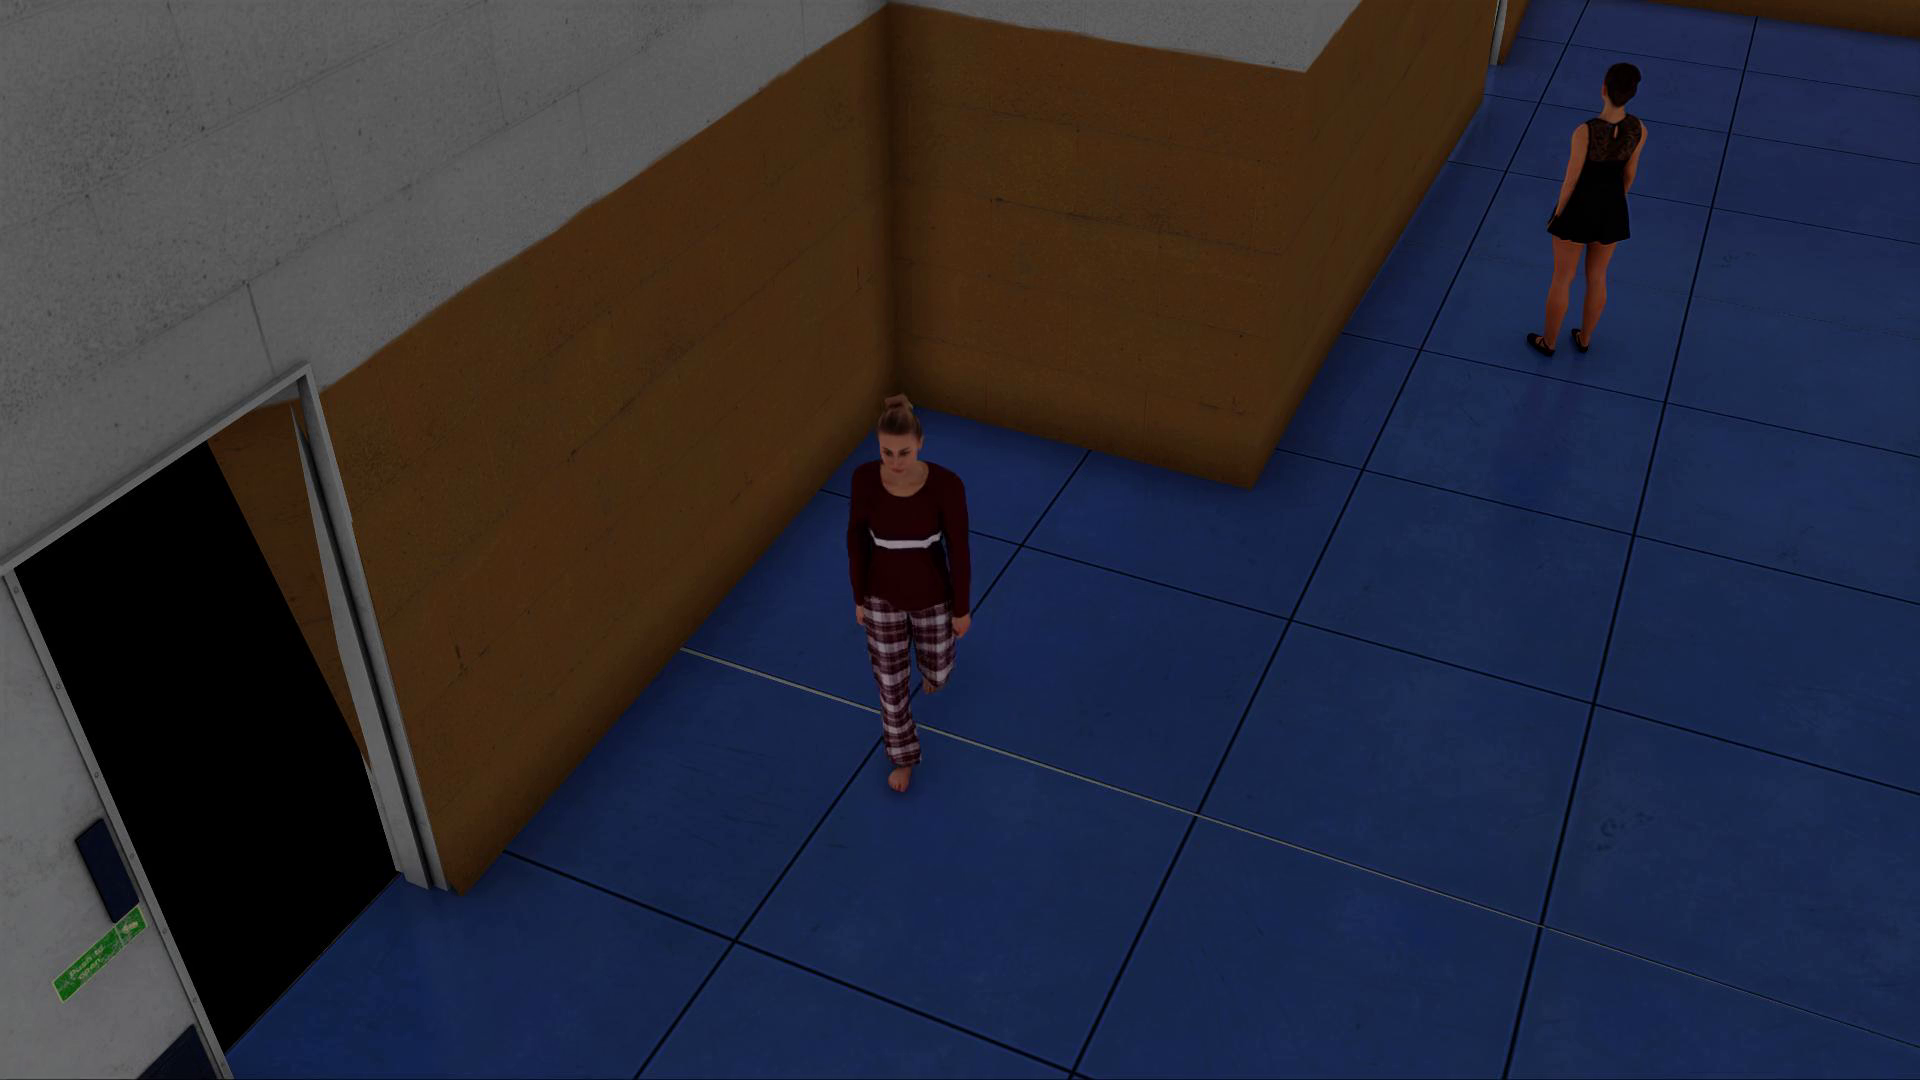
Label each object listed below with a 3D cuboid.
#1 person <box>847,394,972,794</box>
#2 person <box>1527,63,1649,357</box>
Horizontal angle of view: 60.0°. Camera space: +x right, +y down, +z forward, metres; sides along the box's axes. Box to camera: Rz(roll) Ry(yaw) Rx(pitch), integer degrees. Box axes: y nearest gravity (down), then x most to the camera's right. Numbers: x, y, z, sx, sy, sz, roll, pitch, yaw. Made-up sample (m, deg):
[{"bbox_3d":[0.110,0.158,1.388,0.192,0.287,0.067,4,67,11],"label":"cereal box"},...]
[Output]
[{"bbox_3d":[-0.185,0.167,6.434,0.921,1.682,0.871,3,37,4],"label":"person"},{"bbox_3d":[3.421,-1.779,9.031,0.653,1.675,0.739,-5,37,-6],"label":"person"}]
